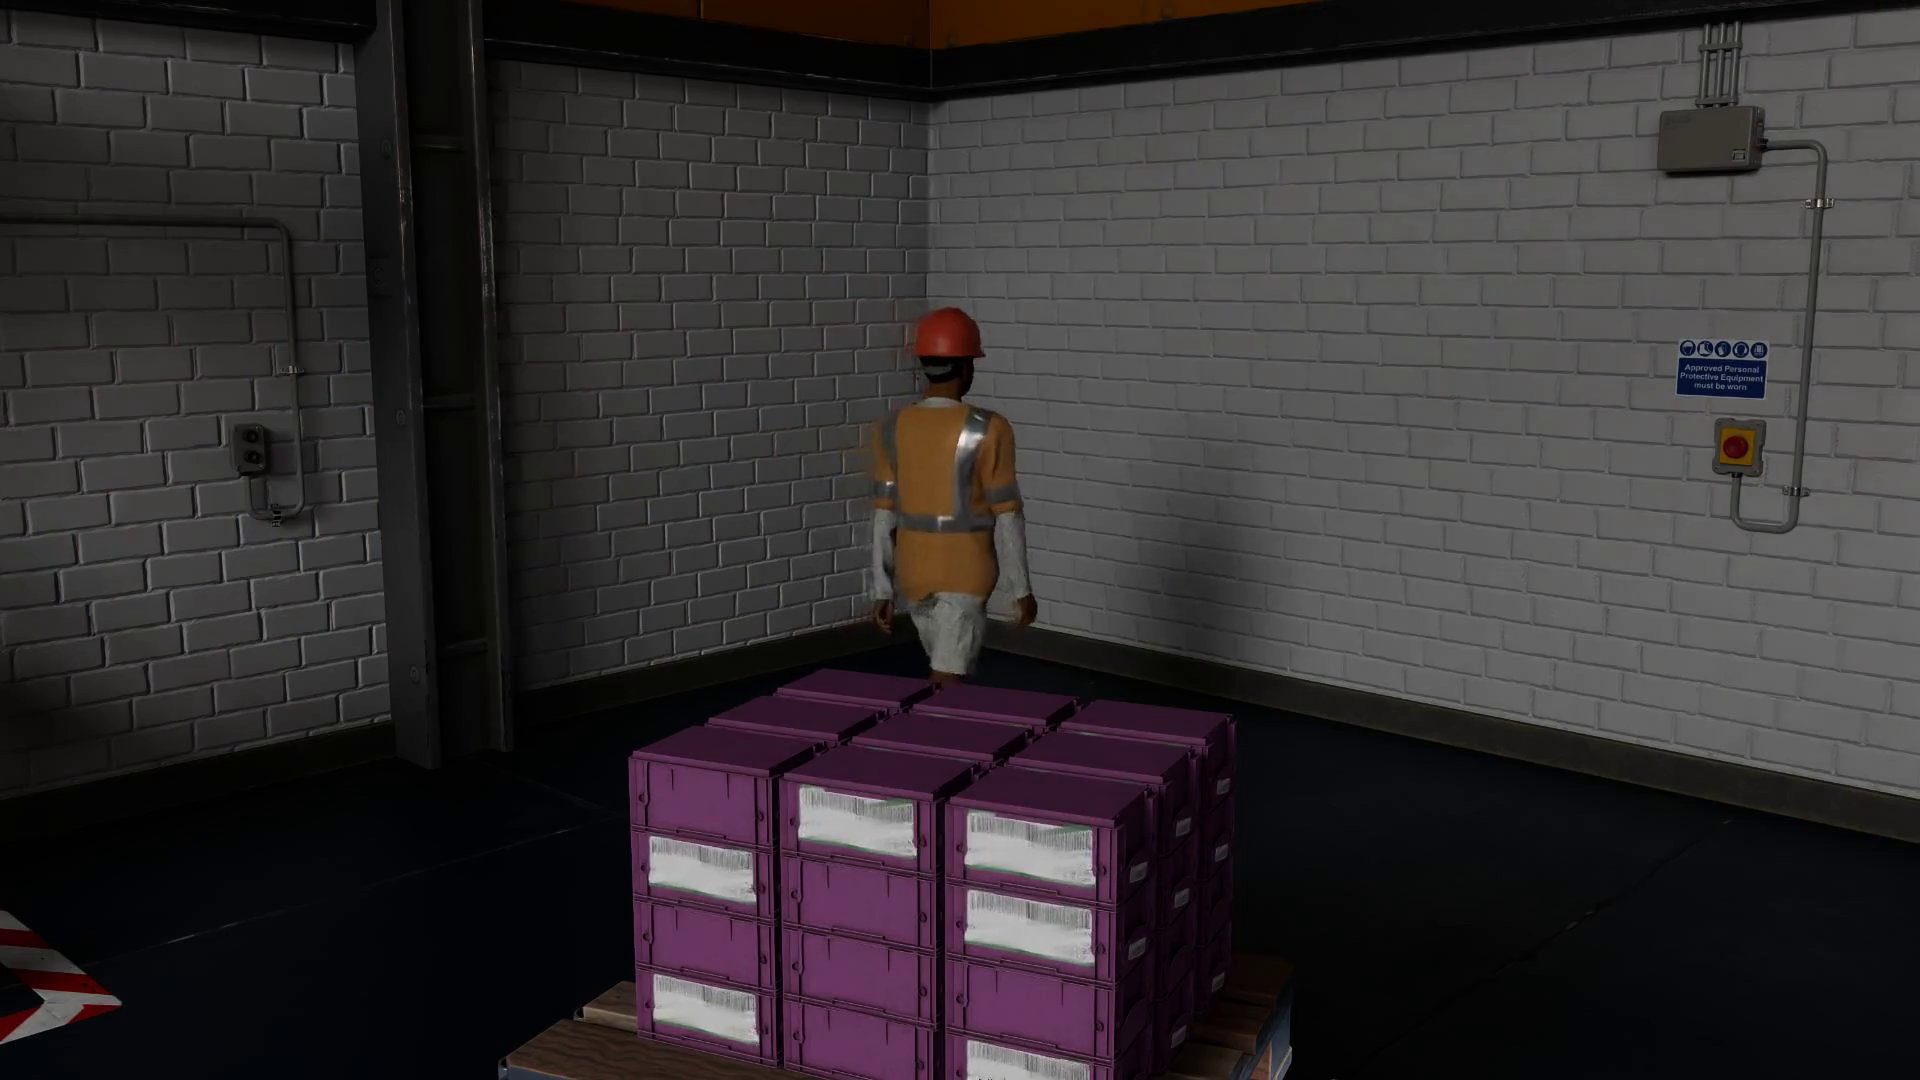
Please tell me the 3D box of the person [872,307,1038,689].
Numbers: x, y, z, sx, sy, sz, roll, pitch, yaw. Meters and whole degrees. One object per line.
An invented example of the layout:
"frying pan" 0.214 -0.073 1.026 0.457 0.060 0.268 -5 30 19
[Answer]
"person" -0.074 0.128 5.903 0.549 1.899 0.979 6 11 33
